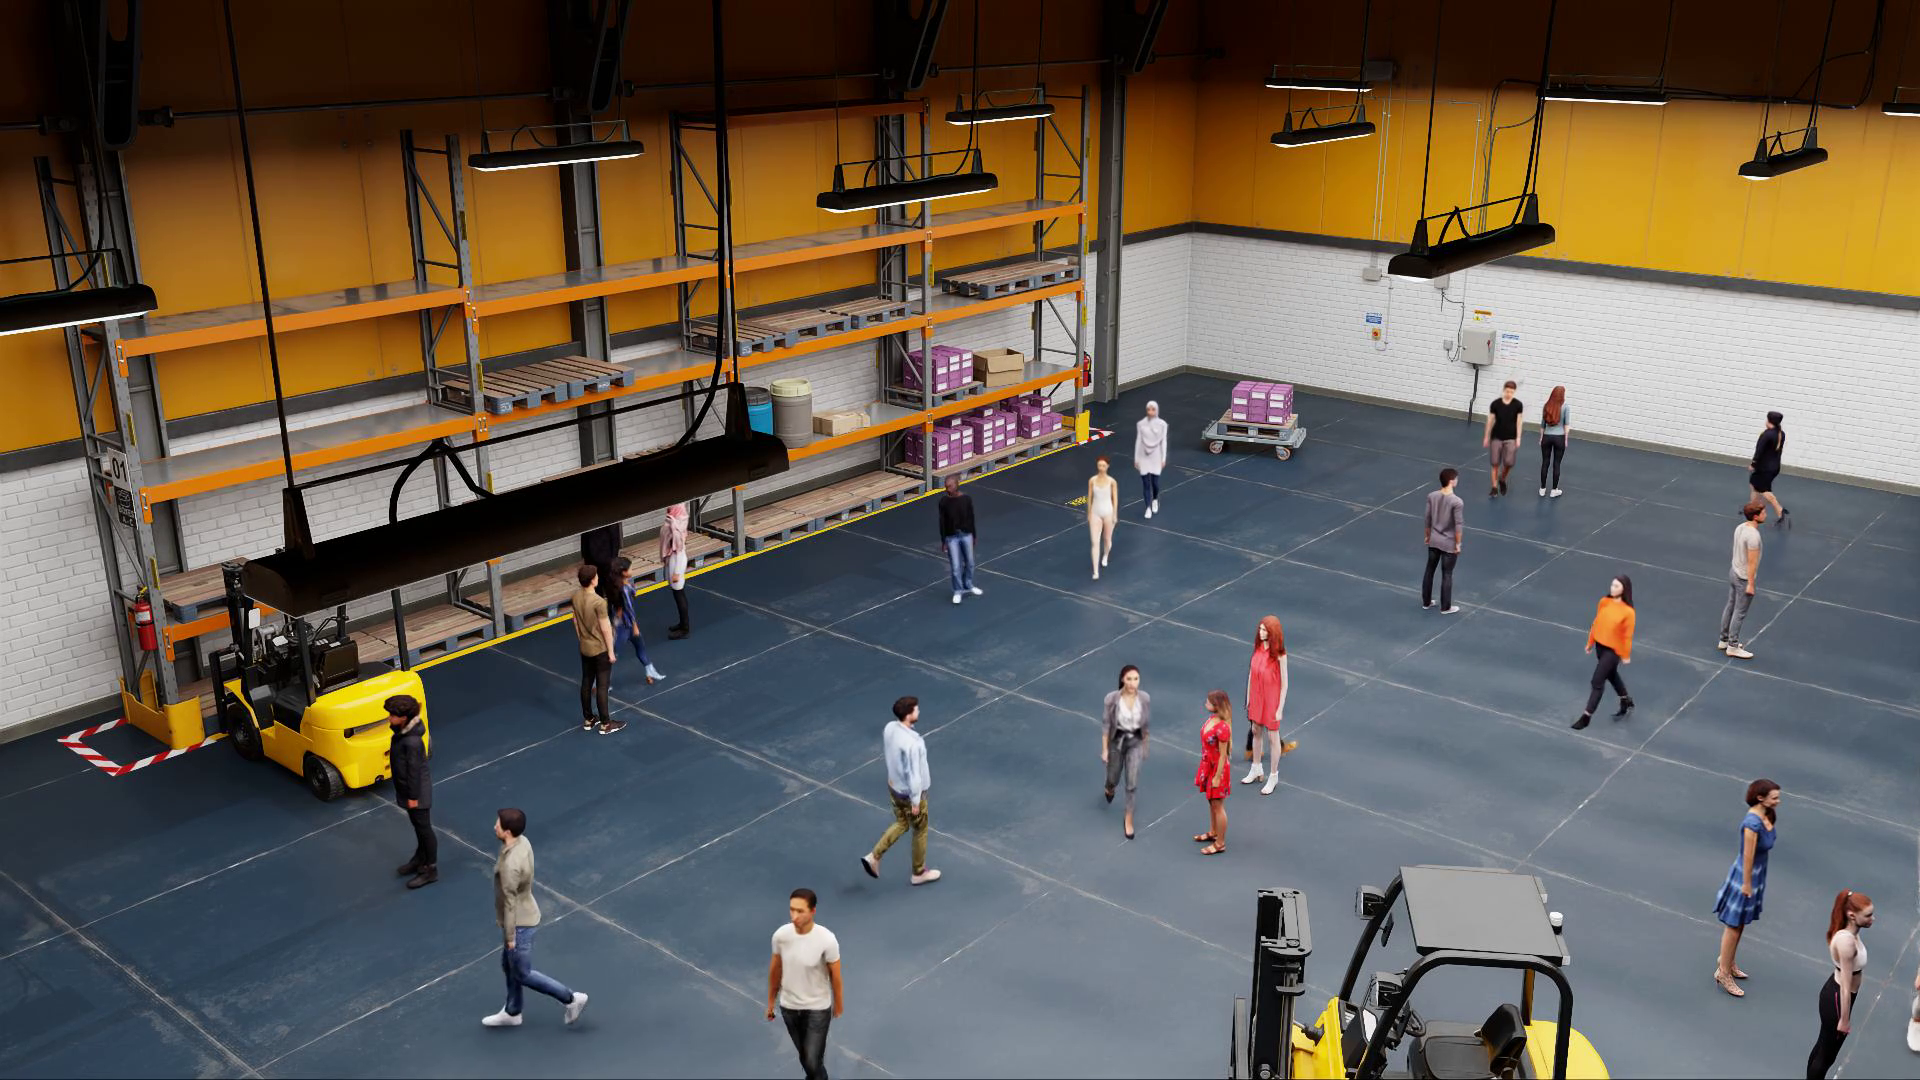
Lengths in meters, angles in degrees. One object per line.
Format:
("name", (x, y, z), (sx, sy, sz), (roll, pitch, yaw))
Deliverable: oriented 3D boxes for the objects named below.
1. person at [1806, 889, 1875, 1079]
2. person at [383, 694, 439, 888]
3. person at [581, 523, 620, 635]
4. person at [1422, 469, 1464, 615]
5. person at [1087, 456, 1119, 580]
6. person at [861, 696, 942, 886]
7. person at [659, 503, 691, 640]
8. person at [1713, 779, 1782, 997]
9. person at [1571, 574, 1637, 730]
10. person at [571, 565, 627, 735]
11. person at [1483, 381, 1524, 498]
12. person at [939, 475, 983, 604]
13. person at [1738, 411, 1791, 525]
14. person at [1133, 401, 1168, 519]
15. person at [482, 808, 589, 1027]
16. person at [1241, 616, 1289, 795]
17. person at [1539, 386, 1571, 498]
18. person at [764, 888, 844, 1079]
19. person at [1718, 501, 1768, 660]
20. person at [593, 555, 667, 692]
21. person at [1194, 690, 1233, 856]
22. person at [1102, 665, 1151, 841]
("person", (6.099, 3.228, 11.571), (0.682, 1.741, 0.519), (10, 21, 28))
("person", (-4.803, 2.173, 14.652), (0.679, 1.774, 0.691), (-11, 22, -30))
("person", (-4.387, 0.214, 20.299), (0.739, 1.884, 0.631), (10, 21, 26))
("person", (6.086, 0.005, 20.971), (0.587, 1.851, 0.701), (-16, 24, -39))
("person", (1.929, -0.333, 22.370), (0.922, 1.598, 1.117), (3, 19, 9))
("person", (-0.534, 2.209, 14.513), (1.064, 1.795, 0.891), (-10, 21, -27))
("person", (-3.425, 0.314, 20.127), (0.798, 1.804, 0.739), (-2, 19, -5))
("person", (6.193, 2.695, 13.054), (0.752, 1.805, 0.551), (11, 22, 30))
("person", (6.985, 1.178, 17.713), (1.224, 1.706, 1.007), (-7, 20, -19))
("person", (-3.874, 1.141, 17.595), (0.674, 1.851, 0.578), (13, 22, 33))
("person", (8.407, -1.585, 25.696), (0.810, 1.849, 0.813), (7, 20, 19))
("person", (-0.001, -0.021, 21.256), (0.868, 1.718, 0.981), (-10, 21, -27))
("person", (11.862, -1.025, 24.347), (1.027, 1.647, 0.882), (-14, 23, -36))
("person", (2.834, -1.210, 24.713), (0.740, 1.766, 0.787), (5, 19, 13))
("person", (-3.228, 2.865, 12.486), (1.165, 1.845, 1.113), (-1, 19, -4))
("person", (3.005, 1.596, 16.286), (0.603, 1.826, 0.655), (-12, 22, -32))
("person", (9.175, -1.534, 25.711), (0.592, 1.742, 0.560), (13, 22, 33))
("person", (-1.026, 3.193, 11.605), (0.788, 1.785, 0.878), (7, 20, 20))
("person", (9.233, 0.435, 19.621), (0.801, 1.898, 0.699), (2, 19, 5))
("person", (-3.823, 0.975, 18.524), (1.146, 1.574, 0.972), (-6, 20, -17))
("person", (2.342, 2.095, 15.169), (0.720, 1.592, 0.658), (-1, 19, -4))
("person", (1.524, 1.926, 15.563), (0.961, 1.661, 1.022), (-2, 19, -5))
